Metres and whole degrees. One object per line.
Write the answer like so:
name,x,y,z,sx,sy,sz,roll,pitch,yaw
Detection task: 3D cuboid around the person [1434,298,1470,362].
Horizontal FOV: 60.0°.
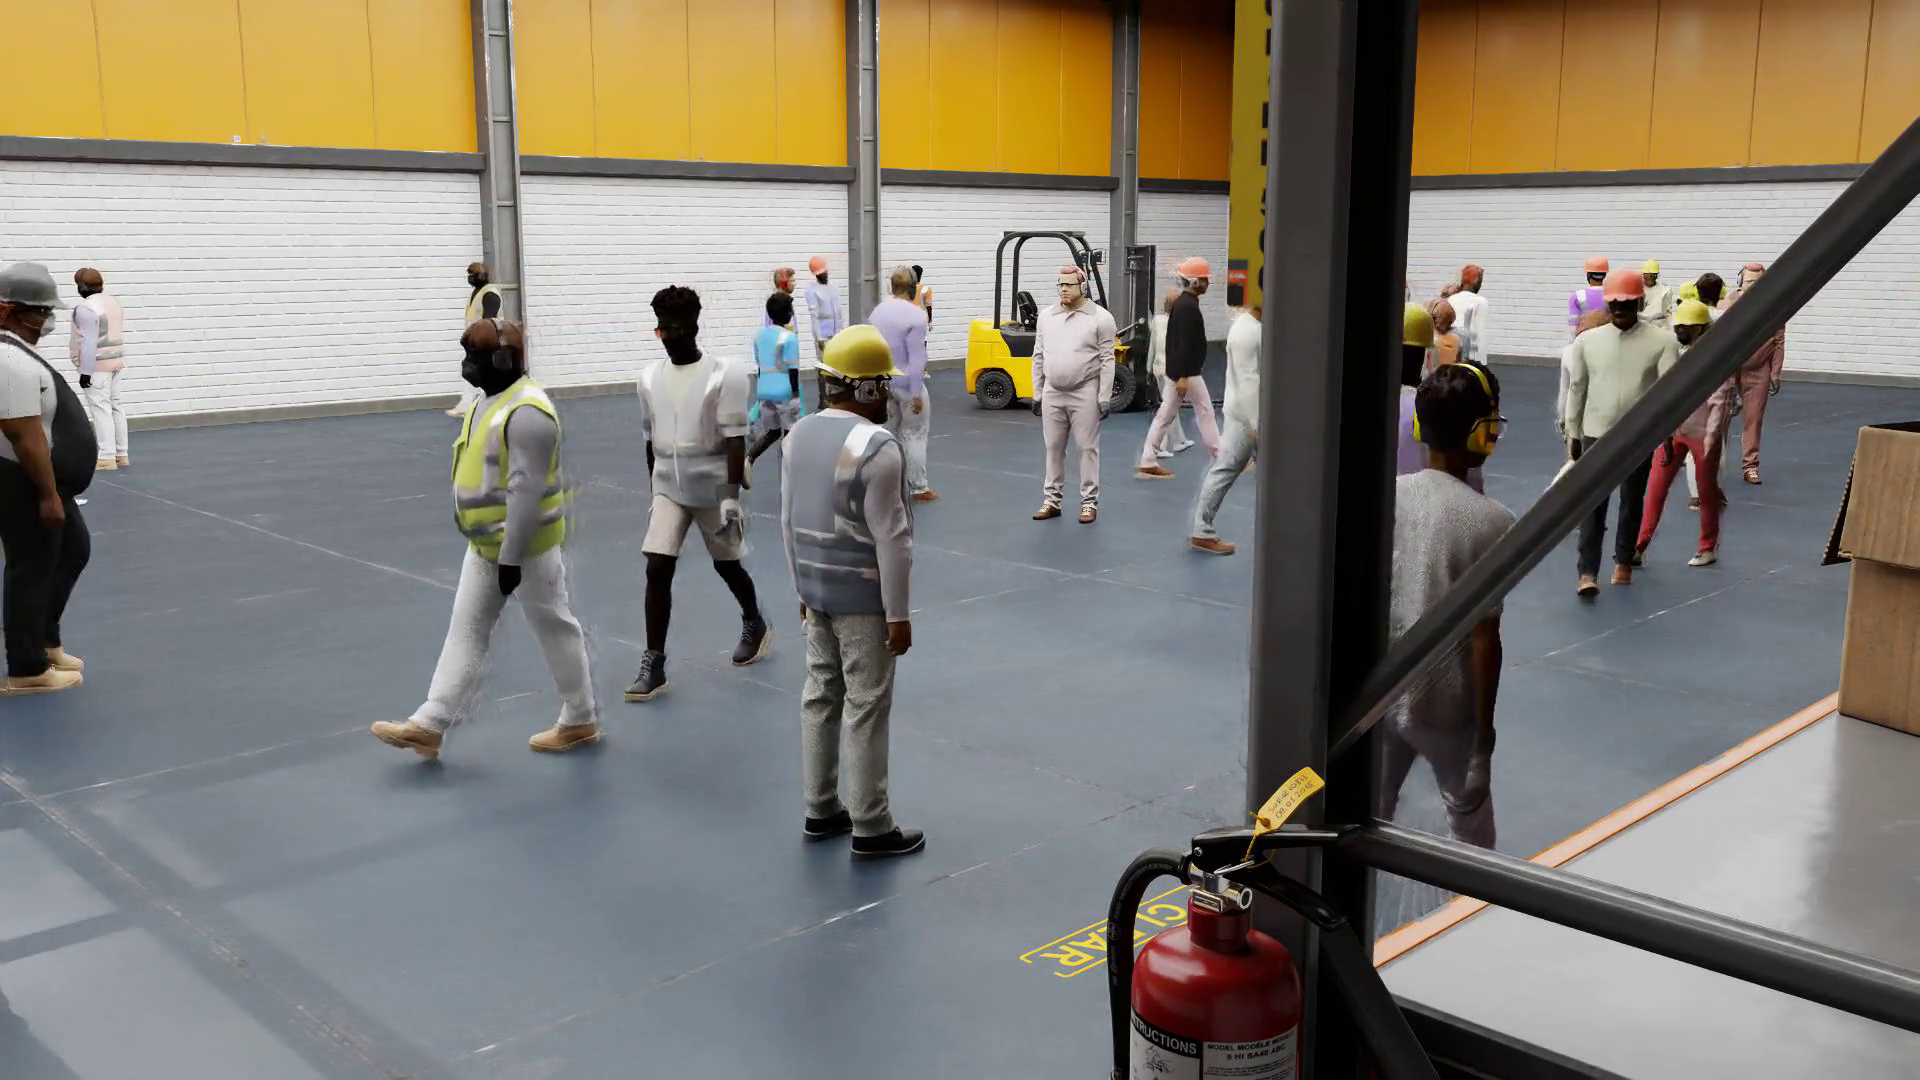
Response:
person,4.189,-1.279,14.296,0.520,1.607,0.689,10,14,42

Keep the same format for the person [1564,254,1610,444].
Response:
person,6.418,-1.922,16.895,0.545,1.942,0.354,0,10,0

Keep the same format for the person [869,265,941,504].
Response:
person,-0.538,-1.196,13.047,0.850,1.912,0.636,-10,14,-42

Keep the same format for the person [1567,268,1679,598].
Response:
person,3.933,-0.630,9.891,0.616,1.938,1.019,4,11,21

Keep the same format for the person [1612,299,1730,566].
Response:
person,4.594,-0.653,10.575,0.888,1.724,0.537,-7,13,-34

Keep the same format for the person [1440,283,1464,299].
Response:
person,5.065,-1.848,17.321,0.524,1.636,0.308,-9,14,-41

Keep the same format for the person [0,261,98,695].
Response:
person,-4.295,-0.289,7.719,0.543,2.000,0.700,-7,12,-32

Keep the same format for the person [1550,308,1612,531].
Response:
person,4.462,-0.845,11.893,0.450,1.618,0.518,-6,12,-31

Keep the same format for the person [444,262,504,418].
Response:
person,-5.614,-2.284,19.209,0.833,1.811,0.661,-7,12,-33

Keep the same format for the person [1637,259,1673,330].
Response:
person,8.933,-2.727,21.620,0.592,1.825,0.403,3,11,14

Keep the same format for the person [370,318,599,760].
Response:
person,-1.907,0.020,6.692,0.927,1.794,0.654,-7,13,-34

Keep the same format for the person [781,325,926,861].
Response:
person,-0.360,0.179,5.737,0.403,1.830,0.600,-9,14,-40

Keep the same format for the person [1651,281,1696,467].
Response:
person,6.551,-1.508,15.242,0.798,1.704,0.655,-2,11,-10

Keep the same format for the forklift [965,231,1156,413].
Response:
forklift,1.222,-2.721,20.561,2.313,2.155,1.214,2,11,13

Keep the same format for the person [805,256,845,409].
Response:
person,-1.624,-2.520,20.339,0.404,1.886,0.658,9,14,41

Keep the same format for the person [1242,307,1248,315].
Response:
person,3.719,-2.542,20.350,0.624,1.920,0.840,-2,11,-8

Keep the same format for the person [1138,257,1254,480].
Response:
person,2.031,-1.475,14.460,1.012,1.937,0.644,-1,10,-3

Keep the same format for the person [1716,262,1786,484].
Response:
person,6.740,-1.430,14.317,0.641,1.905,0.410,3,11,17

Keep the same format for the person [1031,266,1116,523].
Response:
person,0.821,-1.079,12.396,0.651,1.907,0.409,5,11,25

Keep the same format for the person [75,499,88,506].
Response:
person,-7.376,-1.151,12.839,0.905,1.897,0.603,-4,11,-23

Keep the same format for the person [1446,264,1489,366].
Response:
person,4.892,-1.792,16.436,0.751,1.861,0.627,-5,11,-24

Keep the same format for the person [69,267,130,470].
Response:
person,-7.879,-1.560,15.201,0.429,1.840,0.633,0,10,-2

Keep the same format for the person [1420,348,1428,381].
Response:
person,2.516,-0.614,9.962,0.567,1.860,0.594,-3,11,-18

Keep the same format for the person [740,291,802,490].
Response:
person,-1.527,-1.182,13.575,0.565,1.682,0.542,-10,14,-42

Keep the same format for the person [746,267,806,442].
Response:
person,-1.882,-1.912,17.208,0.915,1.816,0.579,-3,11,-16

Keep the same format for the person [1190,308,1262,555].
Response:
person,1.983,-0.796,10.912,1.028,1.881,0.655,6,12,28

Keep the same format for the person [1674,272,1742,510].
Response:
person,5.844,-1.163,13.032,0.530,1.842,0.539,4,11,23

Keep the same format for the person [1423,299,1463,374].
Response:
person,3.668,-1.033,12.859,0.512,1.645,0.307,-8,13,-36

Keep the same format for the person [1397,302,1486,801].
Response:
person,1.695,0.036,6.402,0.609,1.876,1.005,7,12,33

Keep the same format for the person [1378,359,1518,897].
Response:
person,1.219,0.442,4.346,0.969,1.821,0.541,-9,14,-41

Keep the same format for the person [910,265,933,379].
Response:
person,-0.646,-3.223,24.680,0.522,1.694,0.316,4,11,21

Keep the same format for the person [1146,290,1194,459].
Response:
person,2.114,-1.601,16.052,0.788,1.603,0.552,-8,13,-38

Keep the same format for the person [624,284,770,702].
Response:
person,-1.237,-0.260,7.922,0.610,1.916,1.023,3,11,18
